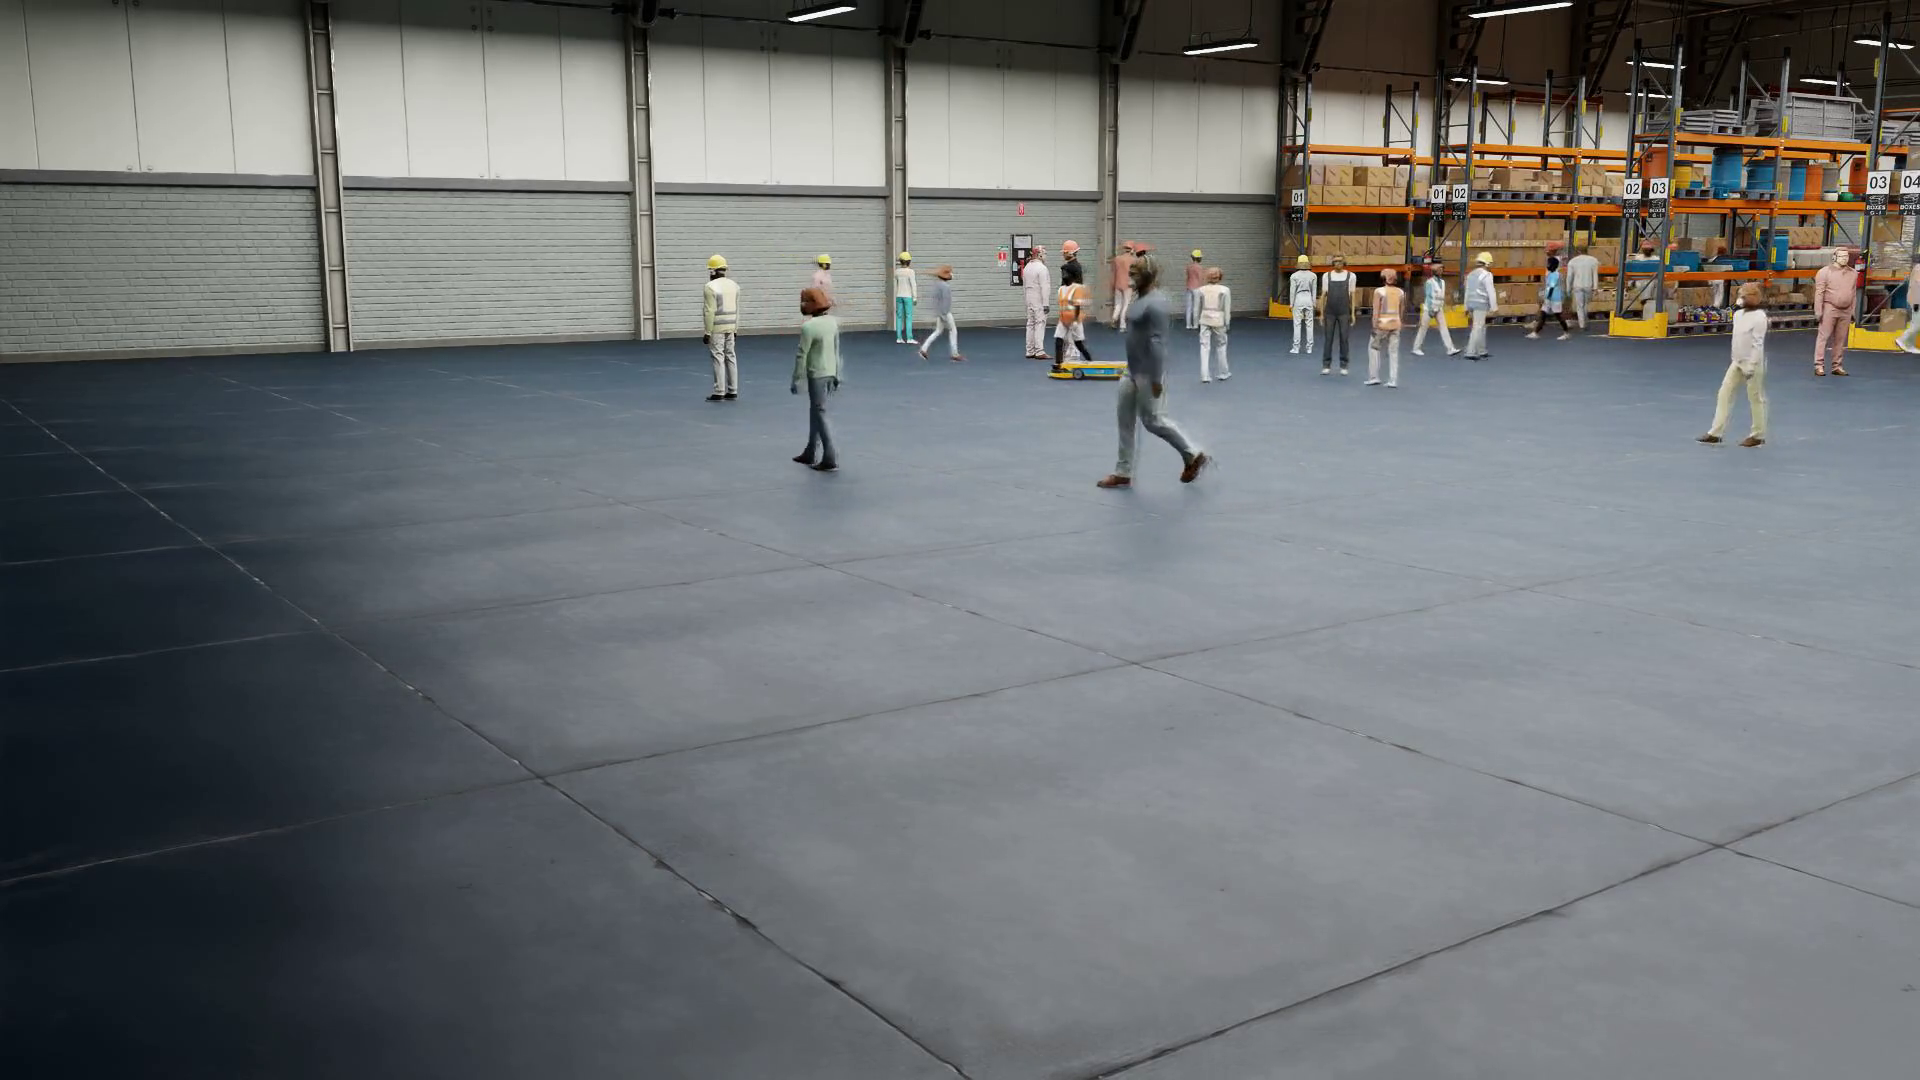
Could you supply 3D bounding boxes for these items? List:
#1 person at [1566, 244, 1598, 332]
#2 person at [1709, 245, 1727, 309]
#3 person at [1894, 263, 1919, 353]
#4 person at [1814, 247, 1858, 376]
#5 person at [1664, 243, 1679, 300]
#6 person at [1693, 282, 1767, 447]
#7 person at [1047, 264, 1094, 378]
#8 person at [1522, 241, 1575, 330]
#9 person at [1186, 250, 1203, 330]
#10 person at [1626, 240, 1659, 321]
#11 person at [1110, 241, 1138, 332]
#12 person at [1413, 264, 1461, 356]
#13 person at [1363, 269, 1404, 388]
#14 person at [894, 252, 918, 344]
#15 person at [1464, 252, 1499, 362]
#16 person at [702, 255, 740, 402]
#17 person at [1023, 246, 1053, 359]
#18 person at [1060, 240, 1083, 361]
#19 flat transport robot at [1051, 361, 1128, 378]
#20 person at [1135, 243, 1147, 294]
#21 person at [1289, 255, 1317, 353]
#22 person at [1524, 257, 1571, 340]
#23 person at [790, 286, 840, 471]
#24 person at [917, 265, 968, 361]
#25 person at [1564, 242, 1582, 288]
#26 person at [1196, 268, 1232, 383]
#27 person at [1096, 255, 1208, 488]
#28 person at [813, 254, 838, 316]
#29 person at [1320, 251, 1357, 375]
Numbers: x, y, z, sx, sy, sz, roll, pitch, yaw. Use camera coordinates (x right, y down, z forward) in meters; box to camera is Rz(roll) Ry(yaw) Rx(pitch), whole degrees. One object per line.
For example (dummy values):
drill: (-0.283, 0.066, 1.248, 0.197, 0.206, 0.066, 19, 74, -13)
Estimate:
person: (13.495, -5.474, 36.181, 0.638, 1.887, 1.010, 1, 10, 6)
person: (19.067, -6.479, 41.773, 0.712, 1.863, 0.581, -8, 13, -38)
person: (16.920, -4.233, 29.334, 0.477, 1.906, 0.593, 5, 12, 27)
person: (13.018, -3.388, 24.701, 0.652, 1.906, 0.409, -1, 10, -7)
person: (16.792, -6.087, 39.489, 0.554, 1.914, 0.745, 9, 14, 40)
person: (7.564, -1.697, 16.224, 0.740, 1.600, 0.529, -2, 10, -10)
person: (1.662, -3.211, 24.385, 0.787, 1.671, 0.528, -9, 13, -39)
person: (13.090, -5.610, 36.717, 1.114, 1.977, 0.642, 2, 11, 11)
person: (5.236, -5.560, 36.989, 0.320, 1.769, 0.523, -6, 12, -29)
person: (15.067, -5.604, 36.640, 1.067, 1.983, 0.630, -8, 13, -39)
person: (3.565, -5.472, 35.947, 0.661, 1.967, 0.527, 9, 14, 40)
person: (8.247, -3.971, 28.773, 0.523, 1.581, 0.895, -7, 13, -35)
person: (5.824, -2.908, 22.846, 0.548, 1.614, 0.618, -4, 11, -22)
person: (-1.047, -4.657, 32.032, 0.525, 1.772, 0.301, 8, 13, 36)
person: (8.682, -3.844, 27.486, 0.755, 1.802, 0.612, -2, 11, -13)
person: (-3.003, -2.637, 20.785, 0.404, 1.830, 0.599, 7, 12, 32)
person: (1.330, -3.998, 28.042, 0.408, 1.906, 0.654, -6, 12, -28)
person: (1.838, -3.938, 27.478, 0.375, 1.993, 0.617, -2, 10, -8)
flat transport robot: (2.047, -2.490, 24.264, 1.431, 0.197, 0.652, 1, 10, 4)
person: (4.048, -5.704, 37.420, 0.883, 1.899, 0.565, -2, 11, -12)
person: (6.075, -4.181, 29.517, 0.484, 1.736, 0.306, -1, 10, -6)
person: (11.786, -4.794, 33.109, 0.891, 1.649, 0.545, 3, 11, 14)
person: (-1.345, -1.420, 14.675, 0.629, 1.612, 0.528, 5, 12, 26)
person: (-0.308, -3.755, 27.538, 0.790, 1.604, 0.514, -3, 11, -15)
person: (16.506, -7.056, 44.772, 0.456, 1.916, 0.563, -5, 12, -27)
person: (3.642, -3.061, 23.688, 0.541, 1.606, 0.758, 5, 12, 27)
person: (1.587, -1.370, 13.633, 0.855, 1.916, 0.635, -3, 11, -14)
person: (-2.369, -4.247, 29.867, 0.658, 1.746, 0.527, 3, 11, 18)
person: (5.630, -3.376, 24.803, 0.510, 1.844, 0.332, 3, 11, 16)
